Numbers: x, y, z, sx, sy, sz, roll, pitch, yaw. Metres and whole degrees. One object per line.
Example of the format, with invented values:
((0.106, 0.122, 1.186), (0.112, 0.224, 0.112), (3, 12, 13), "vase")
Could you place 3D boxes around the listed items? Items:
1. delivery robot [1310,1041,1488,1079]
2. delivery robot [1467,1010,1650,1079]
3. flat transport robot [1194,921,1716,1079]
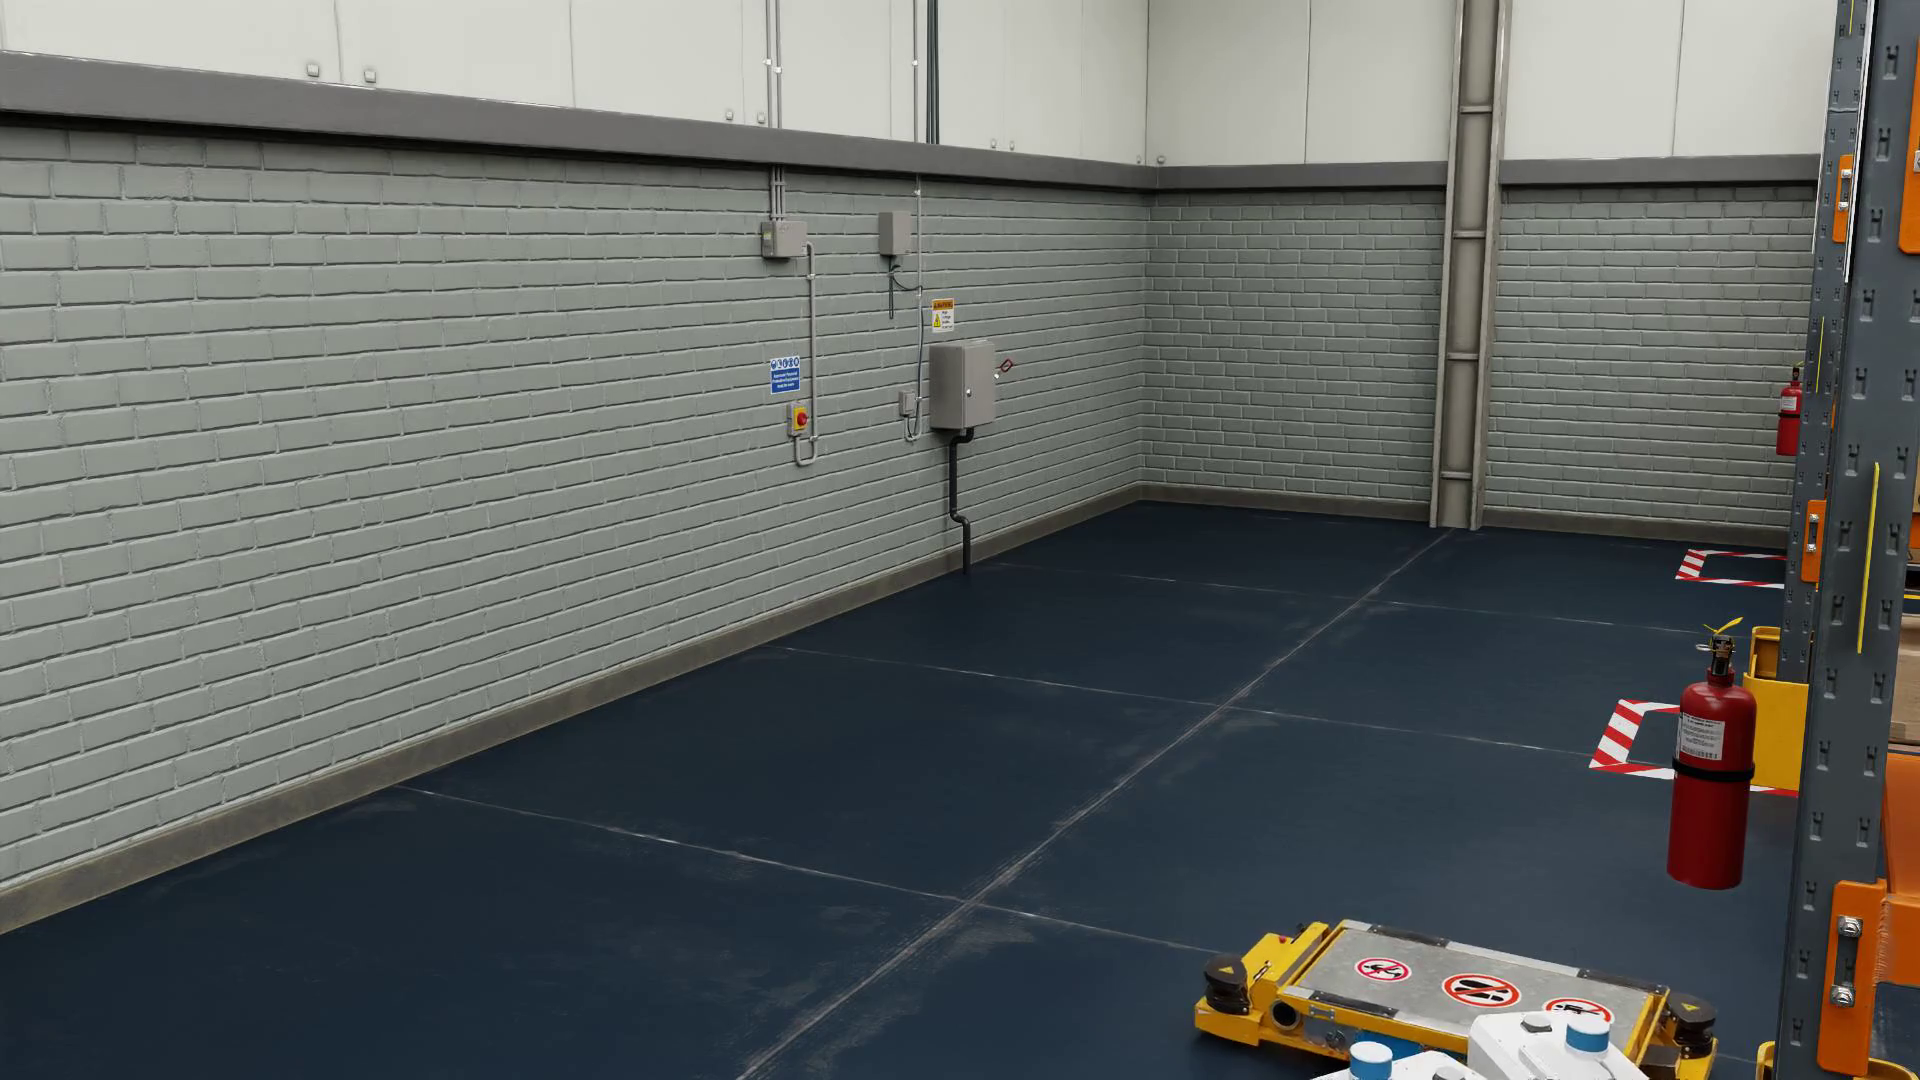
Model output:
((0.989, 1.466, 4.047), (0.707, 0.478, 0.477), (-5, 12, -27), "delivery robot")
((1.567, 1.441, 4.187), (0.477, 0.478, 0.707), (-1, 10, -7), "delivery robot")
((1.513, 1.459, 5.118), (1.431, 0.197, 0.652), (6, 12, 30), "flat transport robot")
